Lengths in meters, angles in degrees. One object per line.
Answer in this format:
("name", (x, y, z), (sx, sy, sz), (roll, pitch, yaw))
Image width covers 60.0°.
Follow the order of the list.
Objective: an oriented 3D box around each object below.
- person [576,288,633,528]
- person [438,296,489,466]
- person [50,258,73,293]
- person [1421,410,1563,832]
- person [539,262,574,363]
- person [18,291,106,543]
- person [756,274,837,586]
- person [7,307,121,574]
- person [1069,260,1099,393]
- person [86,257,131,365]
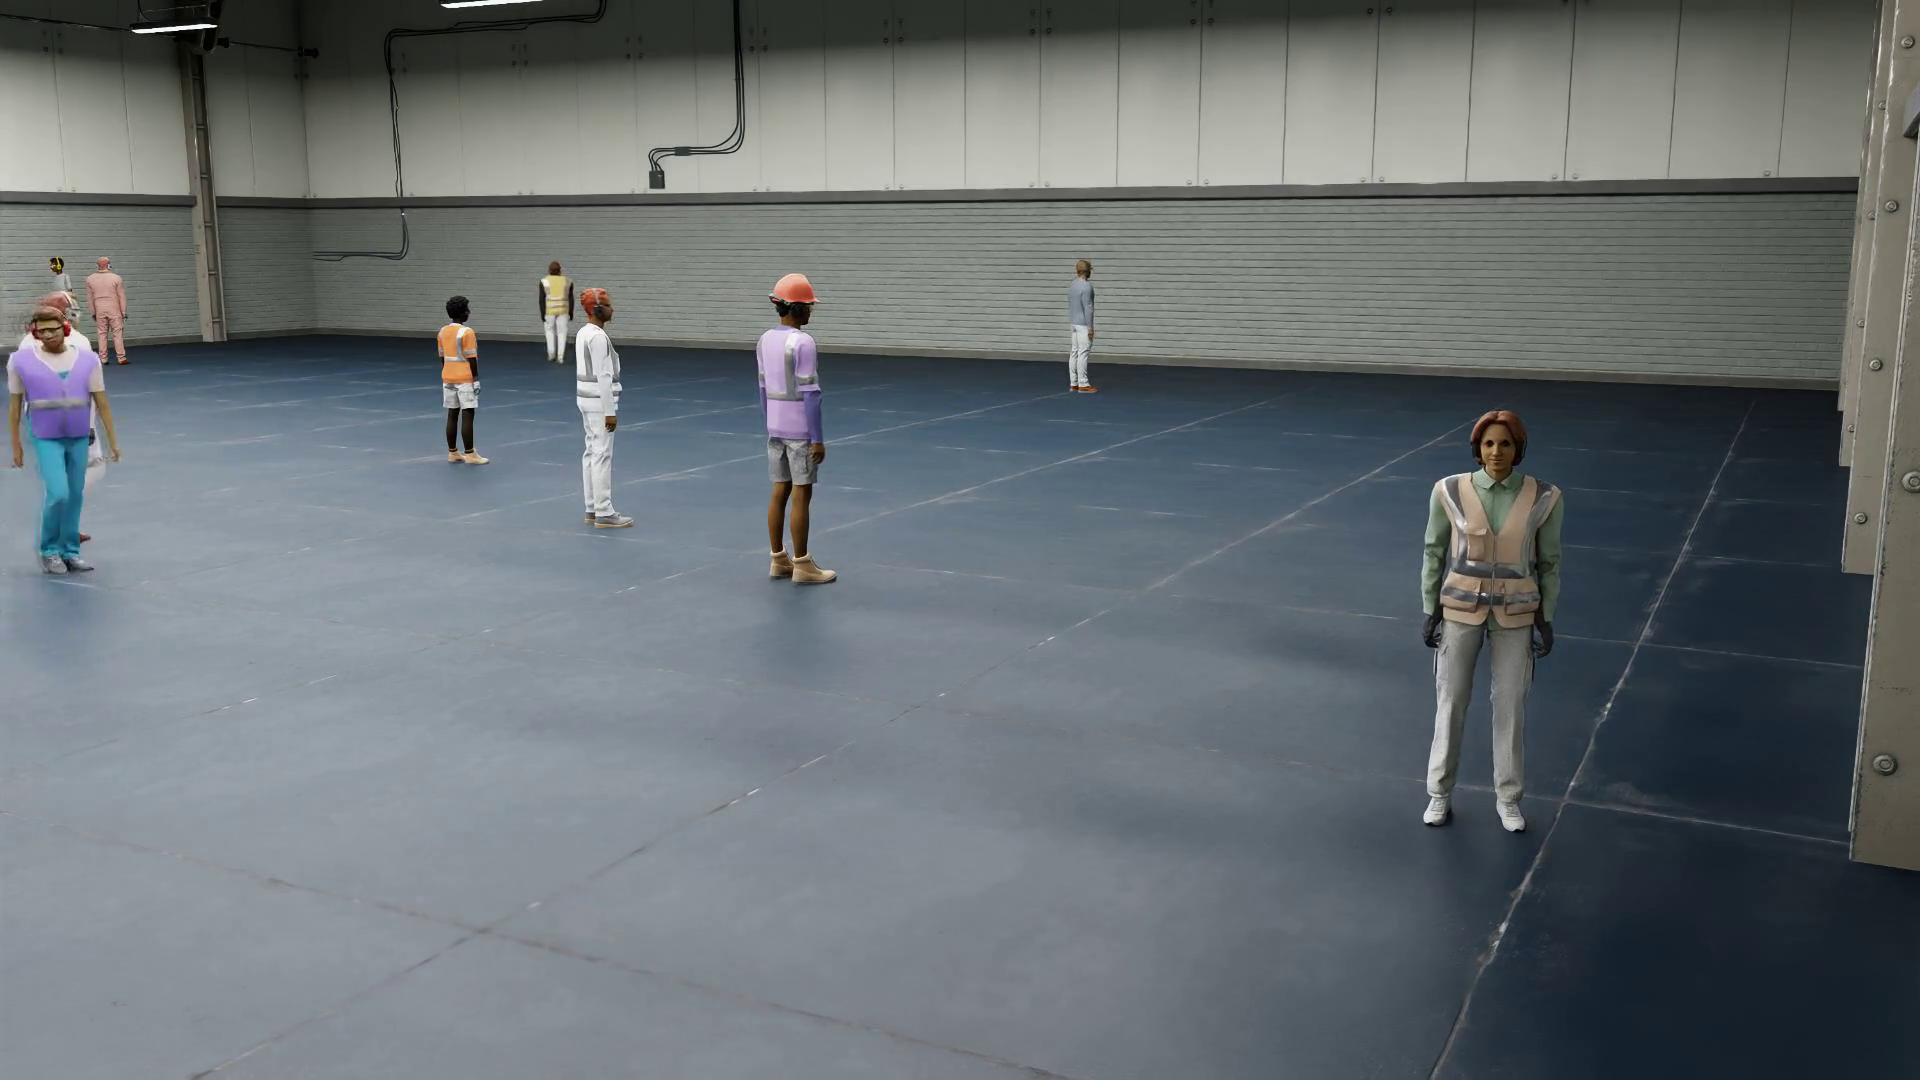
("person", (-2.837, -1.039, 13.140), (0.355, 1.885, 0.576), (-5, 12, -27))
("person", (-4.995, -1.592, 16.664), (0.535, 1.697, 0.318), (8, 13, 36))
("person", (-17.343, -4.515, 32.149), (0.514, 1.865, 0.327), (6, 12, 29))
("person", (2.045, 0.311, 6.443), (0.514, 1.641, 0.309), (3, 11, 14))
("person", (-7.332, -4.134, 30.194), (0.647, 1.812, 0.771), (-4, 11, -22))
("person", (-6.628, -0.880, 12.262), (0.667, 1.887, 0.474), (3, 11, 18))
("person", (-1.086, -0.723, 10.979), (0.370, 2.044, 0.608), (-9, 13, -39))
("person", (-6.103, -0.671, 11.318), (0.473, 1.820, 0.580), (8, 13, 37))
("person", (1.798, -3.122, 24.348), (0.372, 1.940, 0.630), (-4, 11, -20))
("person", (-15.111, -4.059, 29.535), (0.642, 1.913, 0.408), (-1, 10, -6))
